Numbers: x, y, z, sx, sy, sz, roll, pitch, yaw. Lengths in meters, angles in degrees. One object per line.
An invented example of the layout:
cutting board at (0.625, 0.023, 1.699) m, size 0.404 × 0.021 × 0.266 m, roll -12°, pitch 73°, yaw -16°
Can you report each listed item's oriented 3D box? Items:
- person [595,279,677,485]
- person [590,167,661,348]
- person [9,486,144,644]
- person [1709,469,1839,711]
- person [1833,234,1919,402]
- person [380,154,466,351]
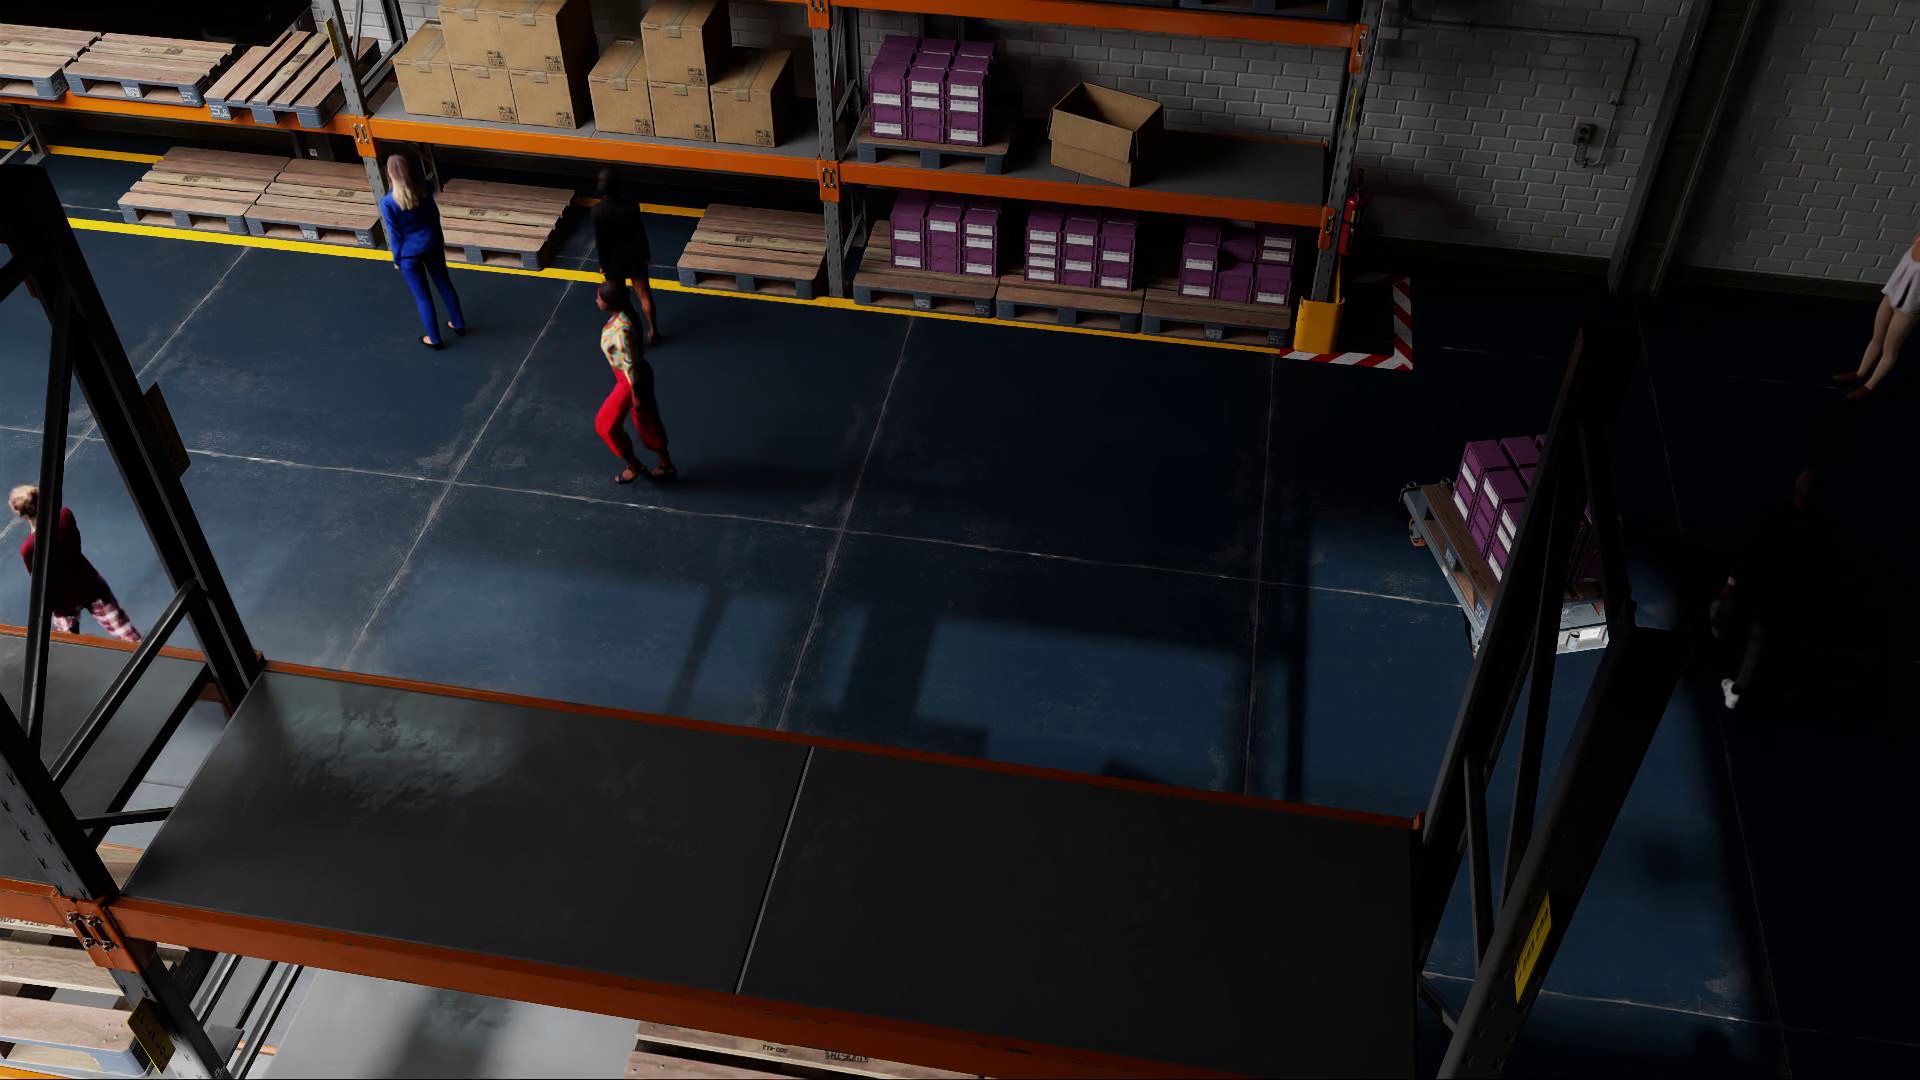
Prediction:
person at (-2.236, -1.091, 11.859) m, size 0.790 × 1.776 × 0.674 m, roll -1°, pitch 44°, yaw -1°
person at (-2.645, -2.198, 13.120) m, size 0.638 × 1.641 × 0.723 m, roll -10°, pitch 45°, yaw -10°
person at (-5.492, 0.325, 10.463) m, size 1.147 × 1.652 × 0.772 m, roll 15°, pitch 46°, yaw 15°
person at (5.058, 0.331, 10.413) m, size 1.117 × 1.713 × 0.793 m, roll 11°, pitch 45°, yaw 11°
person at (7.230, -1.821, 12.714) m, size 0.610 × 1.654 × 0.675 m, roll 6°, pitch 44°, yaw 6°
person at (-4.271, -2.286, 13.169) m, size 0.714 × 1.700 × 0.708 m, roll 30°, pitch 51°, yaw 28°
